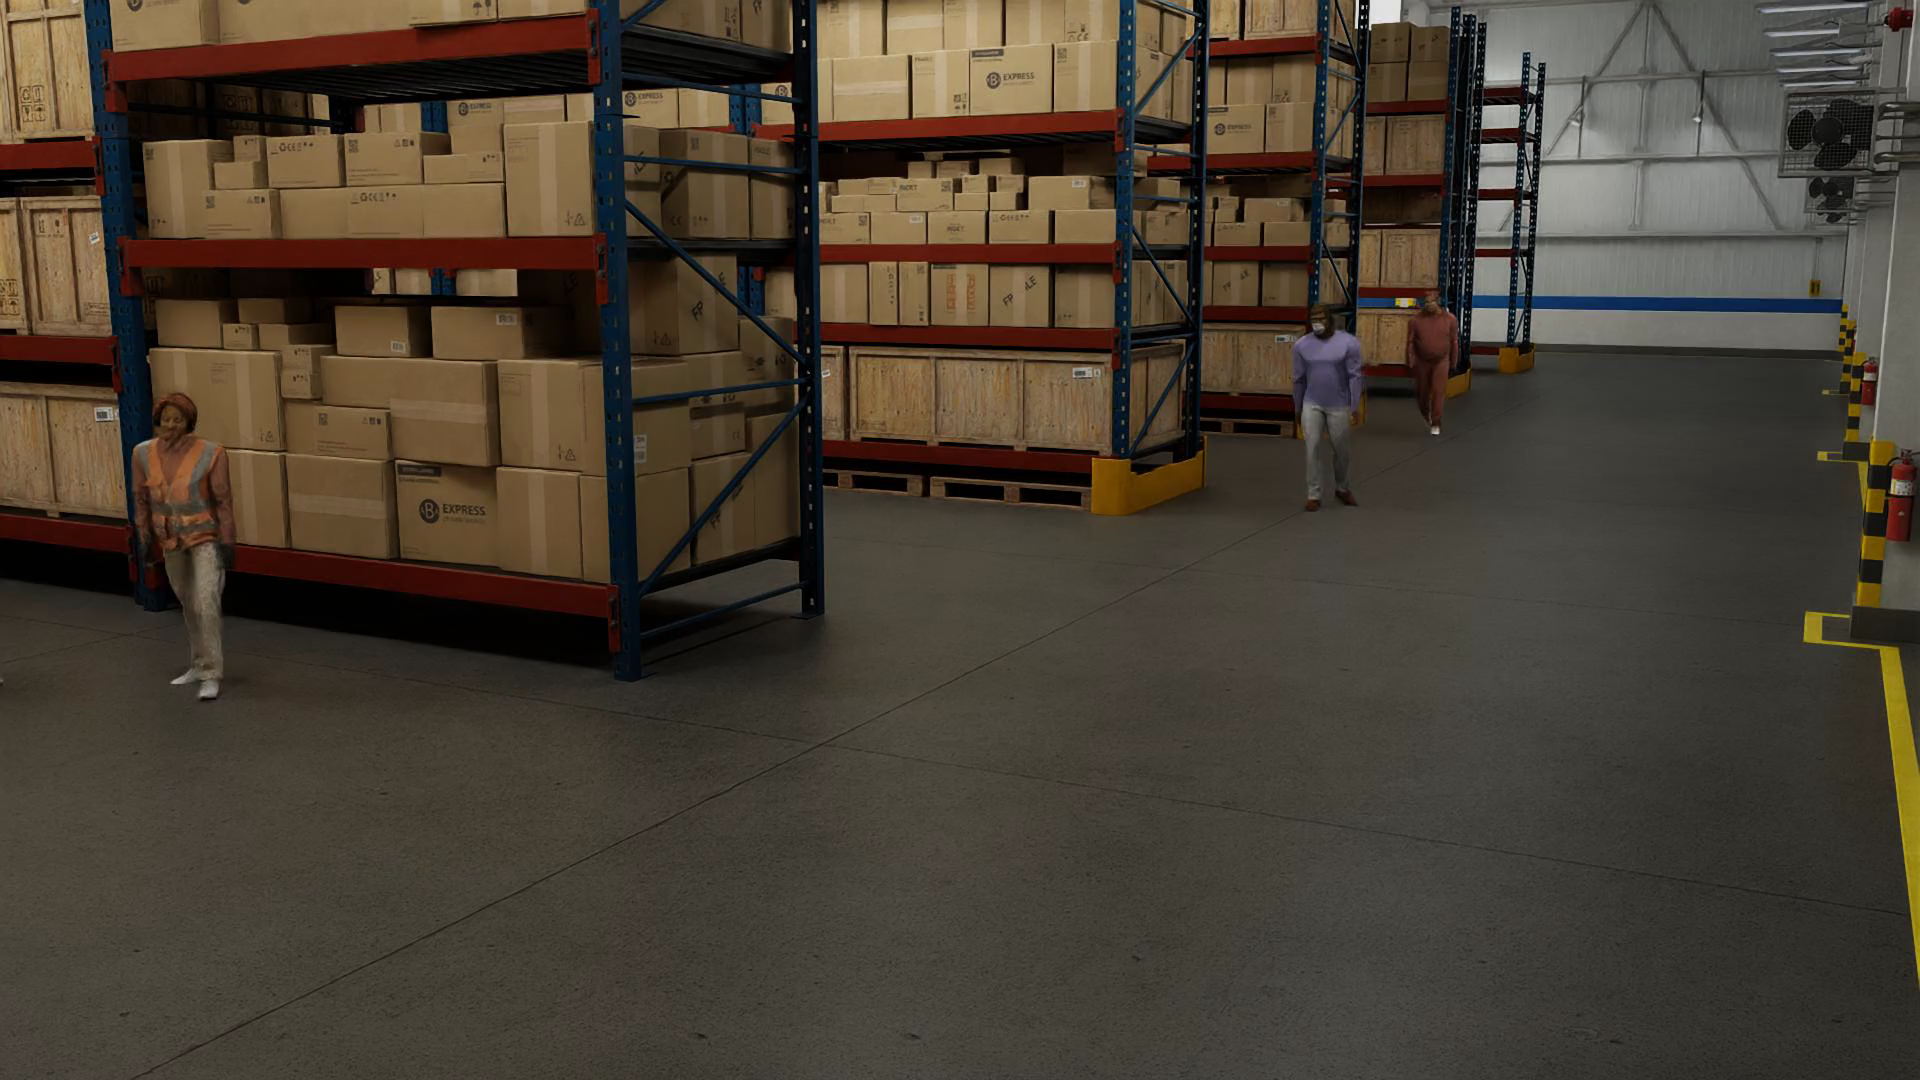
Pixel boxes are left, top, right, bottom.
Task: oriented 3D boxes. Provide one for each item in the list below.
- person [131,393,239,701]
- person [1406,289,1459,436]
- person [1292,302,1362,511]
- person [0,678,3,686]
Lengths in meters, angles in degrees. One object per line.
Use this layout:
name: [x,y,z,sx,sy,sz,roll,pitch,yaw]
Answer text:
person: [-4.069,0.028,8.783,0.523,1.604,0.573,1,10,6]
person: [6.122,-2.311,21.561,0.660,1.878,0.776,4,10,20]
person: [3.360,-1.223,15.187,0.650,1.907,0.711,4,11,23]
person: [-5.629,-0.091,8.935,0.926,1.789,0.616,2,10,11]
